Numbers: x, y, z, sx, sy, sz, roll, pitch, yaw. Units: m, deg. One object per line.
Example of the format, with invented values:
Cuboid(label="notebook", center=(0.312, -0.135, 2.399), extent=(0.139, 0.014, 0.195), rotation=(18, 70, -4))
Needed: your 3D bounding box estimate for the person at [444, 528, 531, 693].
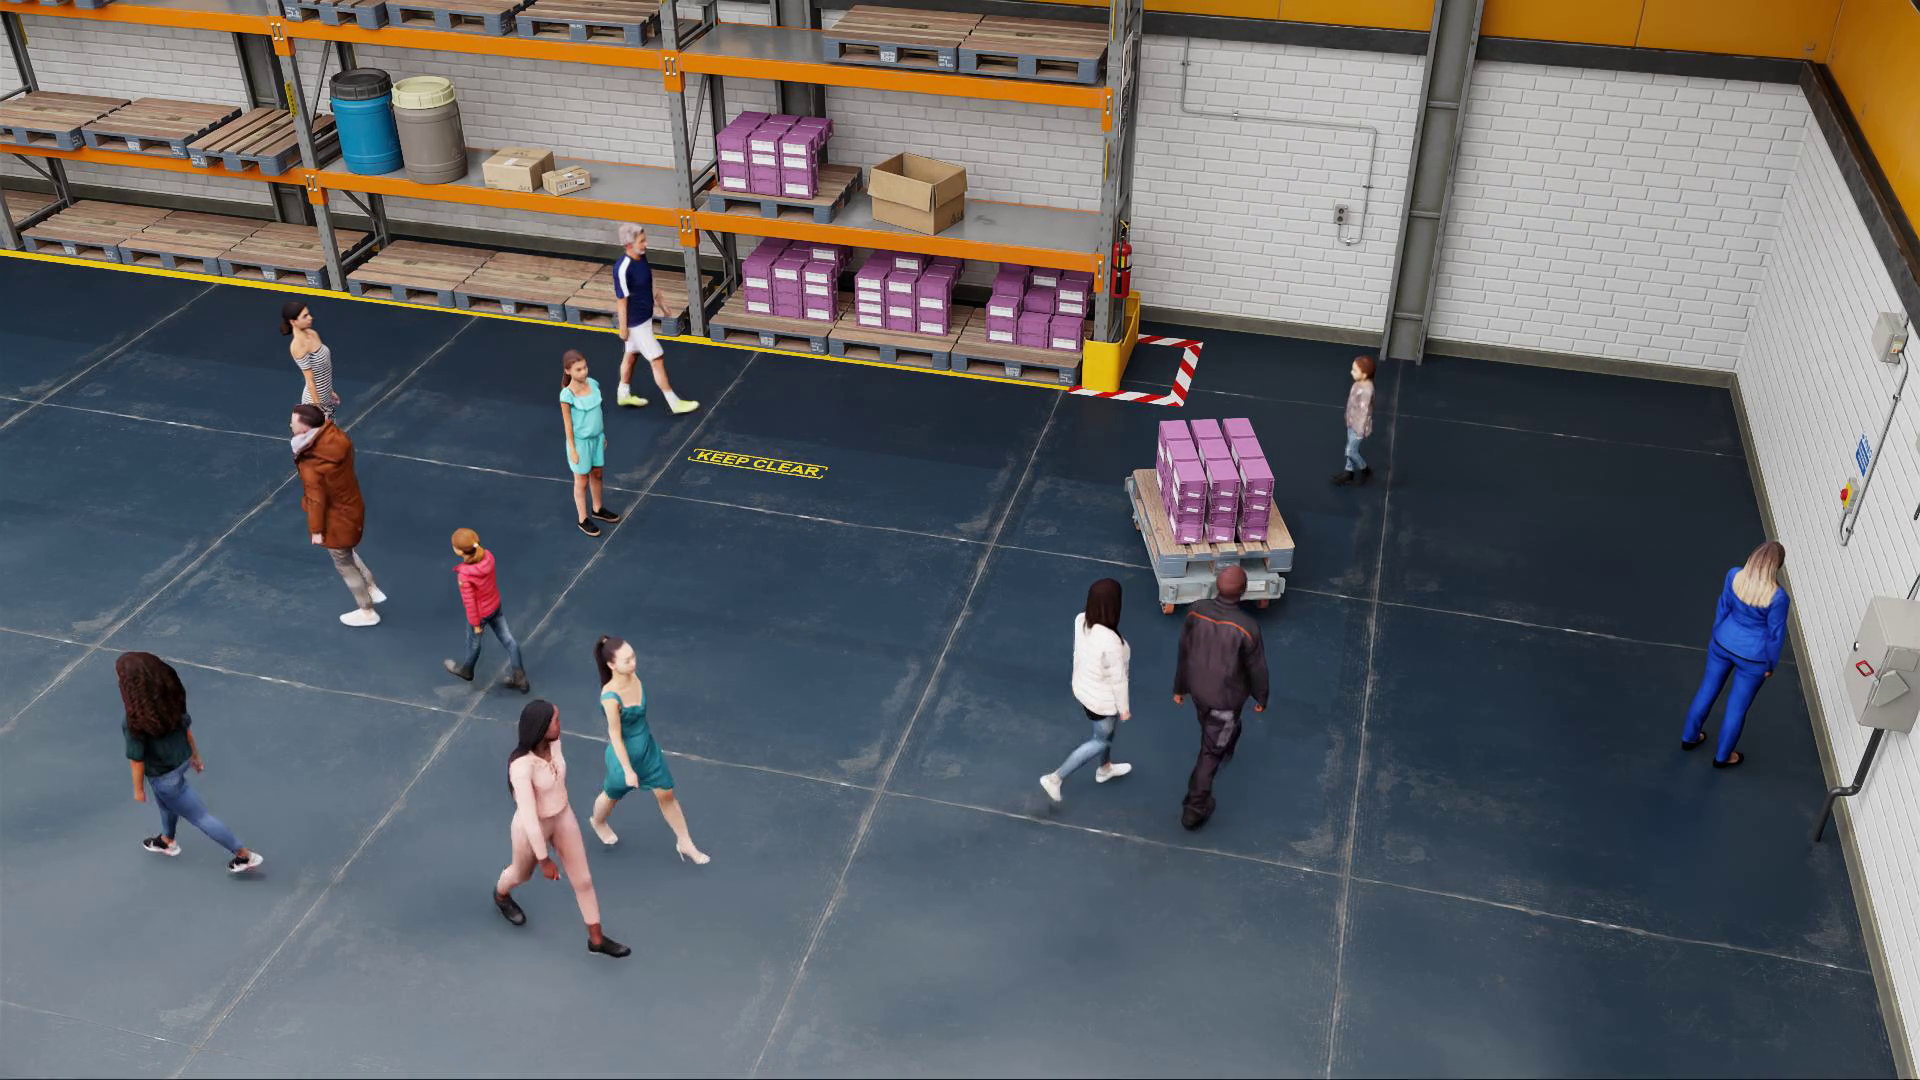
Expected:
Cuboid(label="person", center=(-3.191, 0.504, 11.398), extent=(0.899, 1.287, 0.628), rotation=(16, 37, 22))

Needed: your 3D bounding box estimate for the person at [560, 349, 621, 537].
Cuboid(label="person", center=(-2.954, -0.794, 13.105), extent=(0.633, 1.558, 0.618), rotation=(21, 39, 28))

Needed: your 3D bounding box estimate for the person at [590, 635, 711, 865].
Cuboid(label="person", center=(-2.033, 1.274, 9.922), extent=(1.058, 1.638, 0.640), rotation=(12, 35, 17))

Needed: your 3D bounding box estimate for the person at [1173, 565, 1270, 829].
Cuboid(label="person", center=(1.535, 0.985, 10.221), extent=(1.240, 1.789, 1.092), rotation=(23, 40, 30))

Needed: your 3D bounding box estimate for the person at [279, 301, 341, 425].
Cuboid(label="person", center=(-5.129, -1.078, 13.295), extent=(0.658, 1.822, 0.665), rotation=(-4, 34, -6))

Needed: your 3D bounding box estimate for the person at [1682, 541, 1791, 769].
Cuboid(label="person", center=(5.010, 0.726, 10.690), extent=(0.763, 1.701, 0.691), rotation=(-20, 38, -27))

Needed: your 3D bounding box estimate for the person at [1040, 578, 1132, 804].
Cuboid(label="person", center=(0.820, 0.972, 10.390), extent=(1.055, 1.622, 0.969), rotation=(-16, 37, -22))

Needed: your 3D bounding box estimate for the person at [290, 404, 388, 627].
Cuboid(label="person", center=(-4.381, -0.168, 11.925), extent=(0.725, 1.823, 0.763), rotation=(3, 34, 4))

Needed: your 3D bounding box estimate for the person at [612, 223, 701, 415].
Cuboid(label="person", center=(-2.913, -1.940, 14.616), extent=(1.073, 1.796, 0.727), rotation=(4, 34, 5))

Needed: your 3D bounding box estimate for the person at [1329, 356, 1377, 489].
Cuboid(label="person", center=(3.325, -0.965, 13.697), extent=(0.634, 1.189, 0.578), rotation=(-1, 34, -1))

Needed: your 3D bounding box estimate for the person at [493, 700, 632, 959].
Cuboid(label="person", center=(-2.422, 1.635, 9.354), extent=(1.245, 1.666, 0.806), rotation=(16, 37, 23))

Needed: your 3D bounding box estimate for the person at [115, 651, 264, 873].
Cuboid(label="person", center=(-4.602, 1.374, 9.830), extent=(1.082, 1.574, 0.609), rotation=(7, 34, 10))
